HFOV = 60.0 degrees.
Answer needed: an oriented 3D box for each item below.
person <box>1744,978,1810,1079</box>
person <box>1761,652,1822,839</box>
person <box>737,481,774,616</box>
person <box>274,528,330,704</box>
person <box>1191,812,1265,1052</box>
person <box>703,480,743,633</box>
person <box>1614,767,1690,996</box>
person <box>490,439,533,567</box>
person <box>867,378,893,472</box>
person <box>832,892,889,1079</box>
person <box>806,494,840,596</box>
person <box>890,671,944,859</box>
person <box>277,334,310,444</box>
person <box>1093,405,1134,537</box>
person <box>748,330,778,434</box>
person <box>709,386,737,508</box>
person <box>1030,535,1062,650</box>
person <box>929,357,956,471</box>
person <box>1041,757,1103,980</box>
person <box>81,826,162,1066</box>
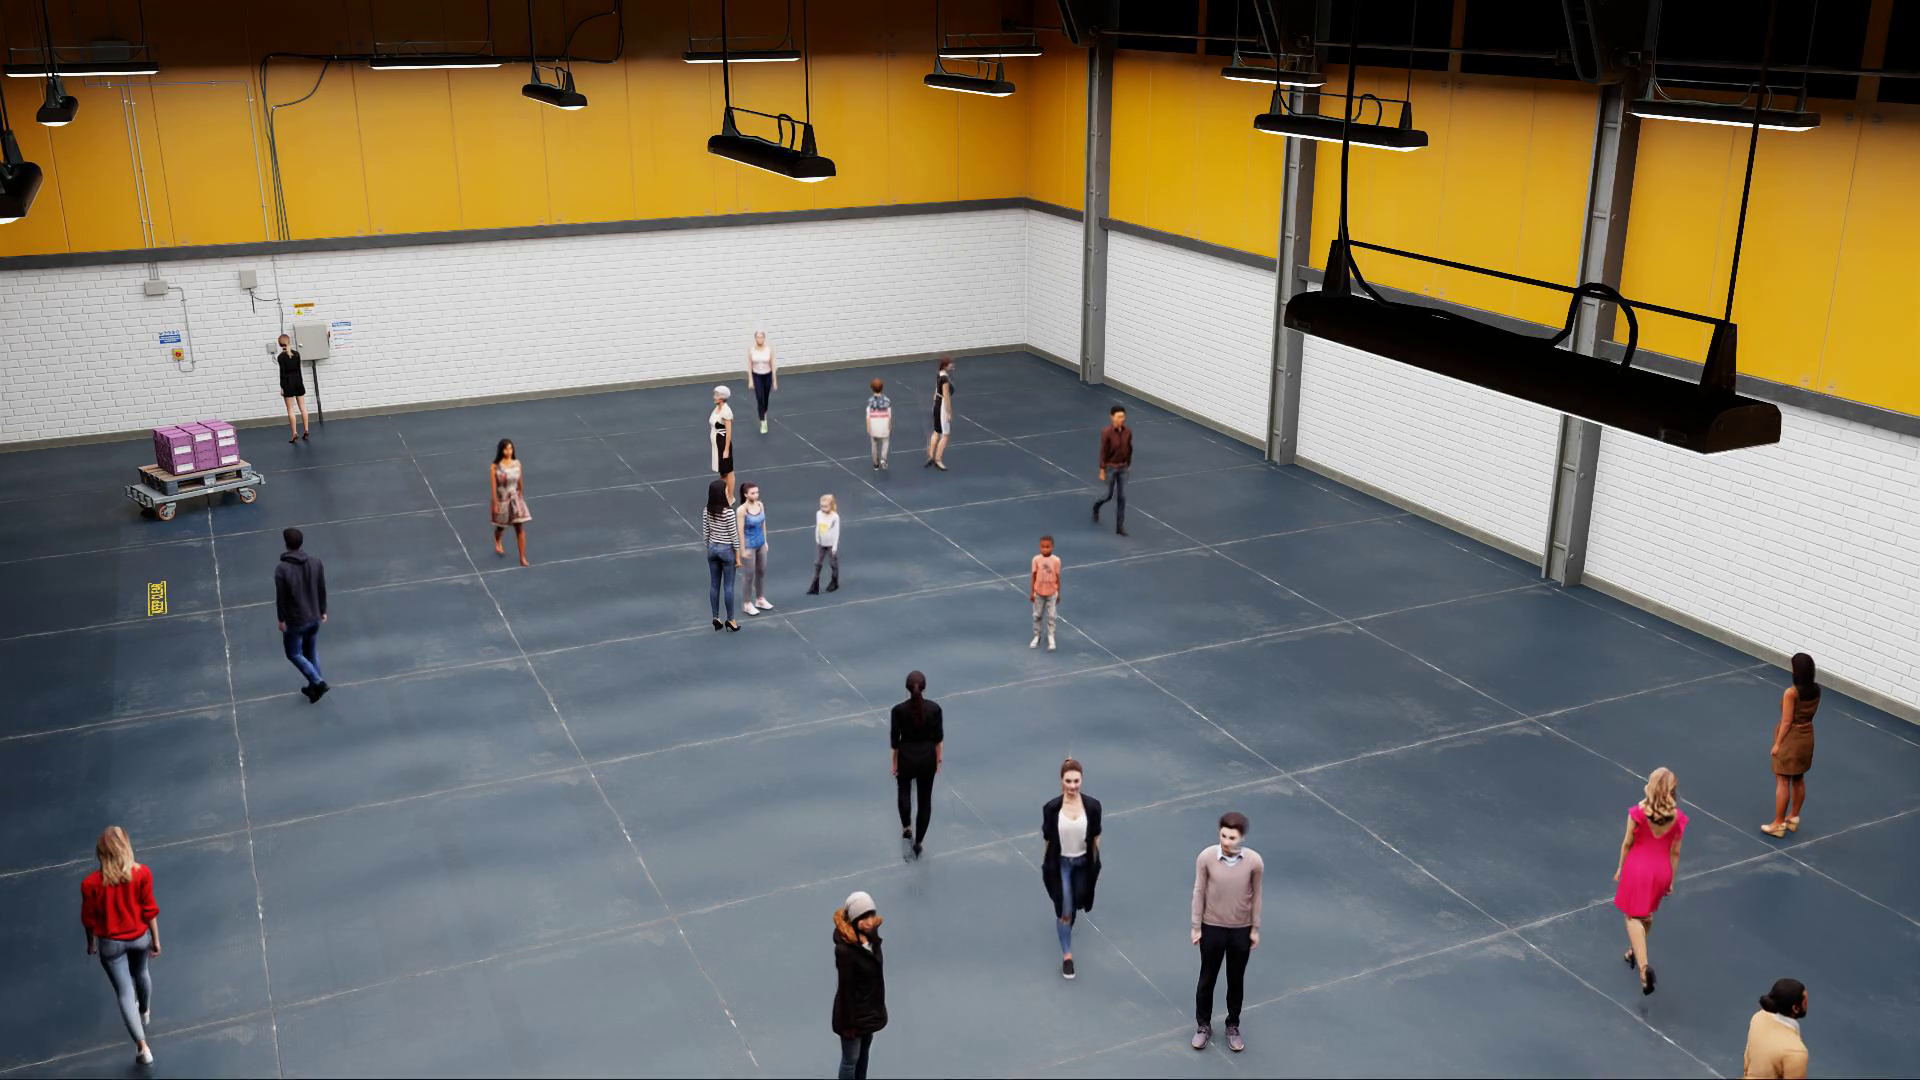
[{"bbox_3d":[4.632,3.348,9.655,0.974,1.736,1.028,0,19,0],"label":"person"},{"bbox_3d":[7.222,1.771,14.416,0.581,1.686,0.525,-10,21,-28],"label":"person"},{"bbox_3d":[-2.434,0.078,19.565,0.665,1.609,0.640,15,24,37],"label":"person"},{"bbox_3d":[-6.663,0.820,16.953,1.015,1.869,0.896,15,24,37],"label":"person"},{"bbox_3d":[1.851,2.684,11.513,0.706,1.807,0.711,2,19,6],"label":"person"},{"bbox_3d":[-2.717,0.183,18.958,0.610,1.797,0.698,9,21,25],"label":"person"},{"bbox_3d":[5.048,2.514,12.187,0.873,1.700,1.061,1,19,4],"label":"person"},{"bbox_3d":[-5.815,-0.495,21.263,0.704,1.610,1.130,-11,22,-30],"label":"person"},{"bbox_3d":[-1.224,-1.732,25.220,0.659,1.430,0.745,0,19,-1],"label":"person"},{"bbox_3d":[-0.657,3.018,10.791,0.779,1.635,0.732,9,20,24],"label":"person"},{"bbox_3d":[-1.571,0.034,20.250,0.815,1.254,0.847,9,21,25],"label":"person"},{"bbox_3d":[-0.365,1.928,14.020,0.733,1.641,0.809,-1,19,-3],"label":"person"},{"bbox_3d":[-10.782,-2.455,26.835,0.678,1.768,0.654,11,22,30],"label":"person"},{"bbox_3d":[2.051,-0.964,22.418,0.648,1.762,0.991,-9,21,-25],"label":"person"},{"bbox_3d":[-3.274,-2.647,27.587,0.819,1.652,1.223,-3,19,-9],"label":"person"},{"bbox_3d":[-3.331,-1.308,23.449,0.687,1.756,0.474,-10,21,-27],"label":"person"},{"bbox_3d":[0.959,0.565,18.587,0.558,1.310,0.593,3,19,8],"label":"person"},{"bbox_3d":[-0.309,-1.921,25.257,0.857,1.764,0.554,-10,21,-27],"label":"person"},{"bbox_3d":[0.832,2.409,12.552,0.882,1.666,1.103,0,19,0],"label":"person"},{"bbox_3d":[-5.723,2.800,11.388,0.801,1.668,1.147,-14,23,-36],"label":"person"}]
